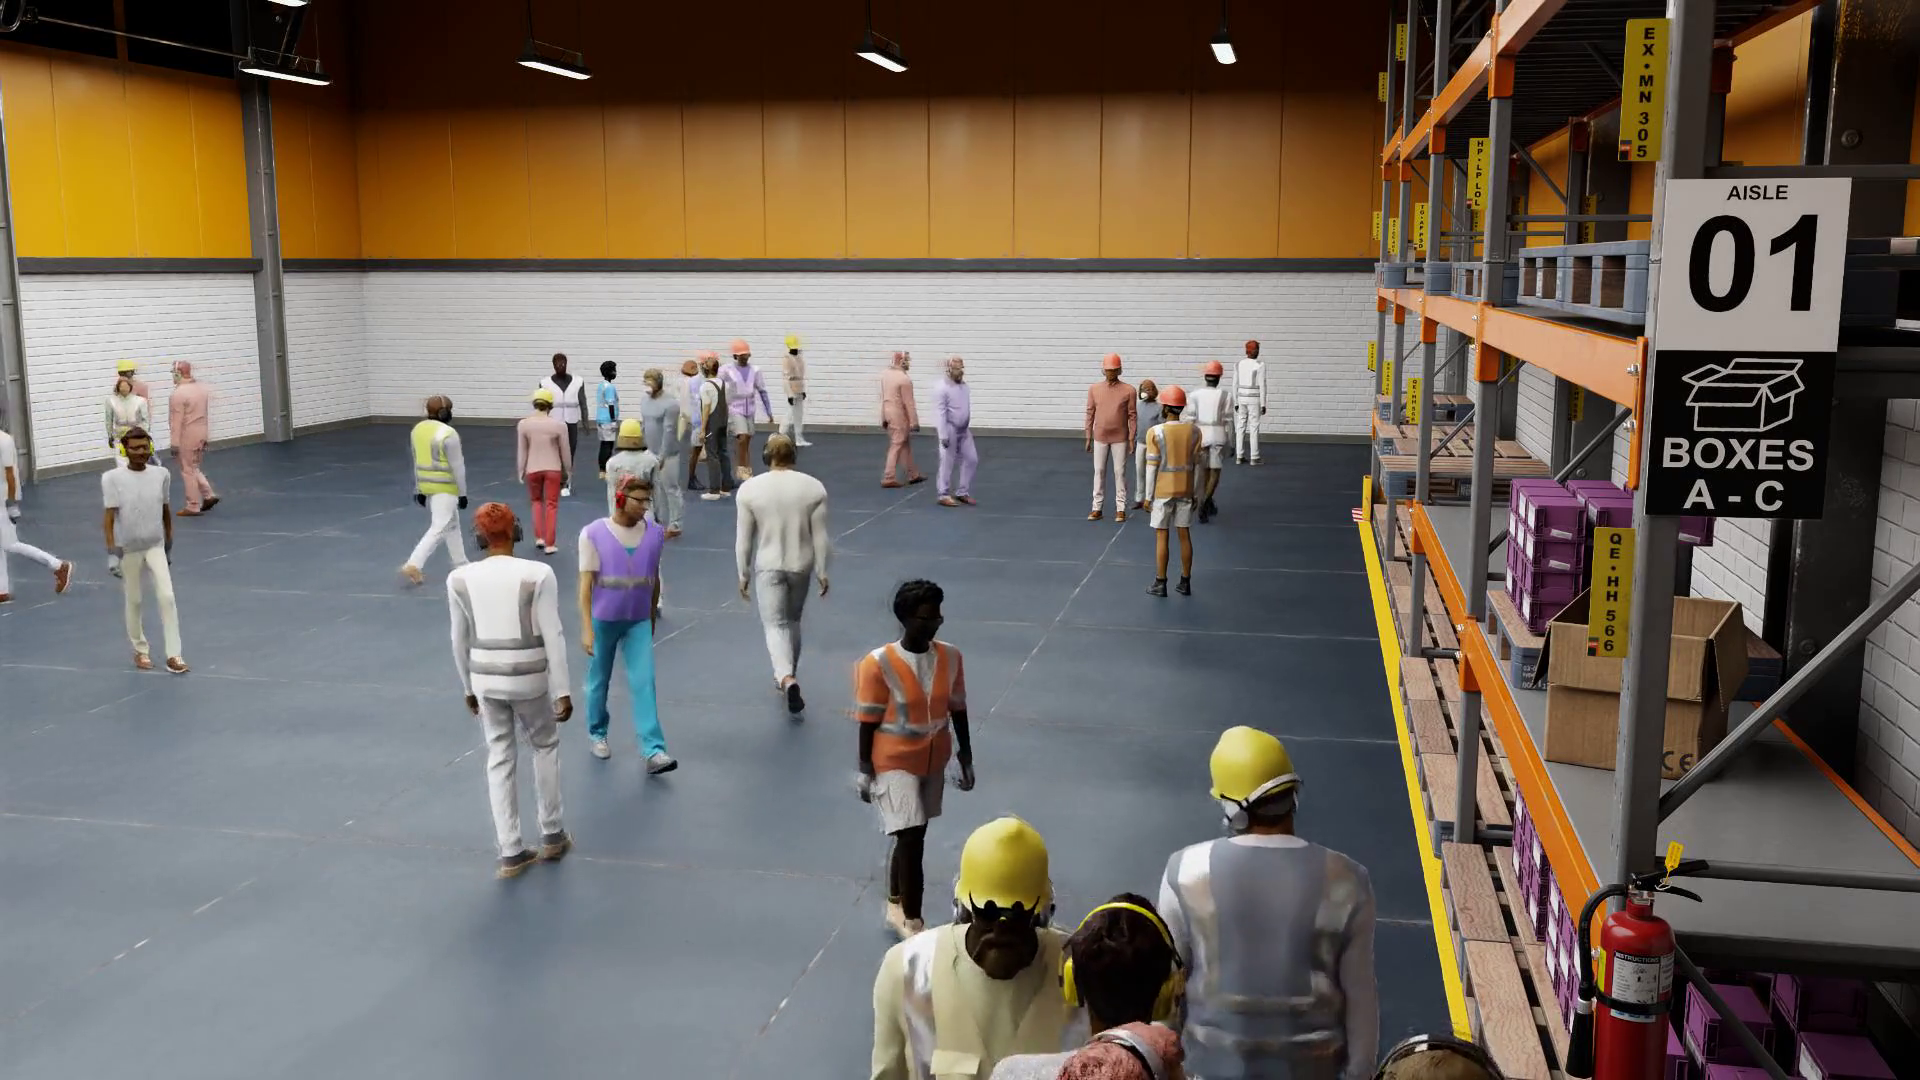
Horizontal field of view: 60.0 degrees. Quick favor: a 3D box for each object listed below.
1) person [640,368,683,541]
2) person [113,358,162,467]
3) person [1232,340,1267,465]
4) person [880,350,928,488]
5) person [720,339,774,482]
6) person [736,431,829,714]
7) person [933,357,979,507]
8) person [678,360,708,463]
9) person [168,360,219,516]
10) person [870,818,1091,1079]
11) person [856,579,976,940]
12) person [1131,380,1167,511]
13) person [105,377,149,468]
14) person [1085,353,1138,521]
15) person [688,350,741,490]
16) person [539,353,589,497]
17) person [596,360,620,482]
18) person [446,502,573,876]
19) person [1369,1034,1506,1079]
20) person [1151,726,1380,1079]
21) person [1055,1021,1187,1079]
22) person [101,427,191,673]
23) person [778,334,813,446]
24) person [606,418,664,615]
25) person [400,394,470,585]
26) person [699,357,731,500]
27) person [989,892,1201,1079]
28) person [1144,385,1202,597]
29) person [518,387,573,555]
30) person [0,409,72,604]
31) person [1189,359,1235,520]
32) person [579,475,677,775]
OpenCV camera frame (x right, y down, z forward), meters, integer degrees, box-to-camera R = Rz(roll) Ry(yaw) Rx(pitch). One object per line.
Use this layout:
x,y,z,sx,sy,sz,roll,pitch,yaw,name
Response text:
-3.322,-0.907,18.057,0.626,1.910,0.750,7,12,36,person
-11.344,-1.630,22.891,0.544,1.749,0.567,2,10,9,person
4.393,-2.076,25.201,0.574,1.882,0.358,9,13,44,person
-0.713,-1.649,22.670,0.890,1.867,0.676,-5,11,-28,person
-2.922,-1.753,22.872,0.733,1.998,0.895,-6,11,-32,person
-1.189,0.221,11.331,0.639,1.908,0.912,-3,10,-17,person
-0.019,-1.340,20.752,0.608,1.885,0.672,7,12,37,person
-4.142,-1.936,25.218,0.512,1.597,0.822,9,13,42,person
-9.312,-1.219,20.030,0.415,1.895,0.648,0,9,2,person
0.082,1.485,3.972,0.597,1.804,0.772,0,9,2,person
-0.154,1.000,7.248,0.547,1.669,0.714,-7,12,-37,person
2.319,-1.165,20.487,0.499,1.623,0.294,7,11,35,person
-10.675,-1.293,21.360,0.506,1.586,0.914,-5,11,-26,person
1.777,-1.211,19.650,0.622,1.992,0.388,3,10,17,person
-3.306,-1.580,22.176,0.914,1.888,0.559,6,11,33,person
-5.264,-1.550,22.058,0.595,1.883,0.943,-4,10,-24,person
-4.908,-1.657,23.221,0.320,1.698,0.538,-5,10,-26,person
-2.225,0.724,8.412,0.643,1.853,0.687,1,9,5,person
0.719,1.652,2.644,0.640,1.923,0.680,1,9,7,person
0.813,1.410,4.471,0.612,1.796,0.768,2,10,11,person
0.190,1.690,2.618,0.986,1.864,0.664,-6,11,-30,person
-6.017,0.093,12.272,0.522,1.838,0.852,-8,12,-39,person
-2.797,-2.461,27.544,0.451,1.880,0.722,3,10,20,person
-2.808,-0.205,14.479,0.495,1.705,0.880,-5,11,-27,person
-4.982,-0.484,15.851,0.634,1.808,0.900,8,12,40,person
-3.169,-1.432,21.428,0.342,1.845,0.506,6,11,32,person
0.328,1.586,3.338,0.552,1.812,0.995,3,10,17,person
1.934,-0.445,15.194,0.548,1.942,0.344,-3,10,-17,person
-4.353,-0.736,17.537,0.543,1.743,0.661,0,9,-1,person
-8.475,-0.346,14.896,0.739,1.842,0.558,-9,13,-44,person
2.975,-1.191,19.805,0.554,1.911,0.859,4,10,23,person
-2.011,0.502,9.963,0.605,1.776,1.011,-6,11,-31,person
